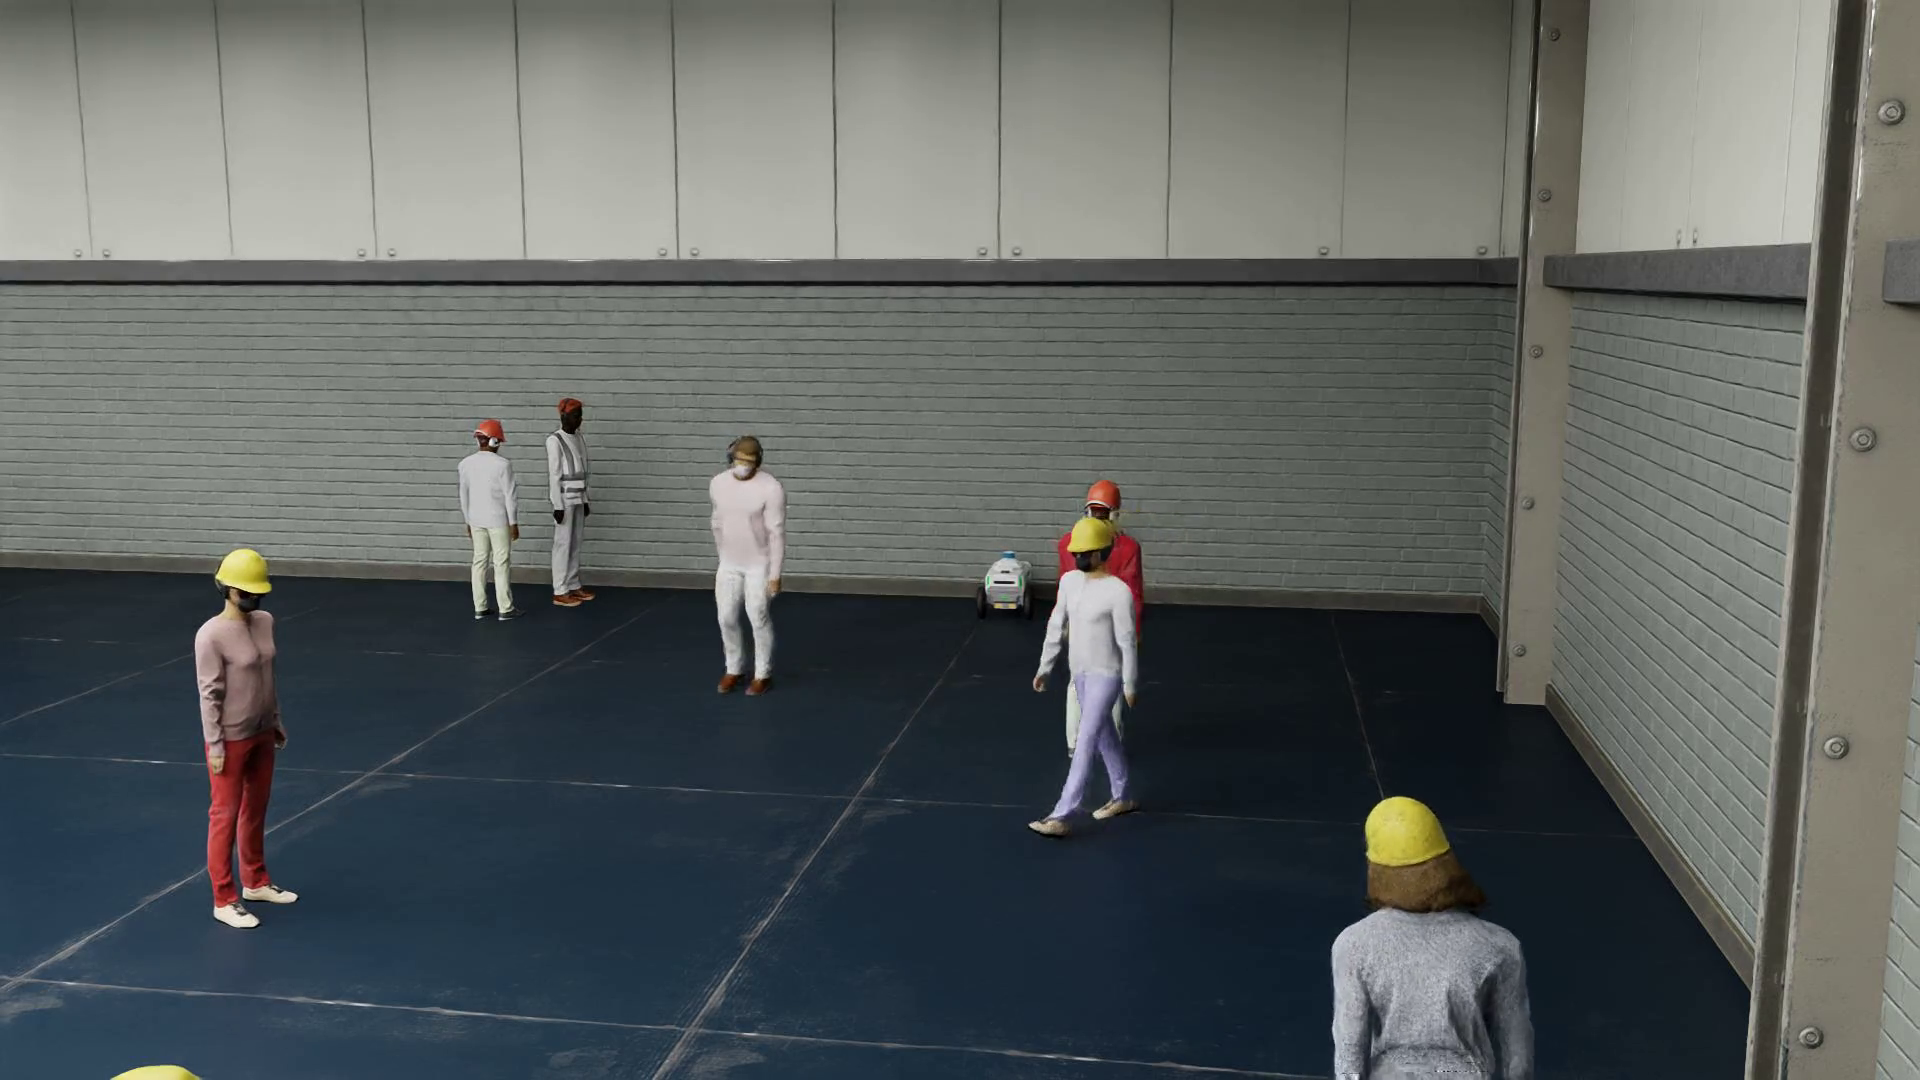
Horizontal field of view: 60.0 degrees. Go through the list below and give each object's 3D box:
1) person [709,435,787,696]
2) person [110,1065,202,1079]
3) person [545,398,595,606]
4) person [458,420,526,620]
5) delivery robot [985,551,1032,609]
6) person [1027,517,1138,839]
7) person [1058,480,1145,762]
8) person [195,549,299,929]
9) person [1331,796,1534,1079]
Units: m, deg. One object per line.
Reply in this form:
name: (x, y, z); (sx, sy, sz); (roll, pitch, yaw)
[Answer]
person: (-1.475, 0.188, 11.766); (0.647, 1.897, 0.553); (4, 10, 22)
person: (-1.244, 1.701, 2.642); (0.404, 1.833, 0.592); (-2, 9, -10)
person: (-3.549, -0.349, 15.132); (0.337, 1.882, 0.584); (2, 9, 13)
person: (-4.070, -0.175, 14.490); (0.560, 1.742, 0.339); (4, 10, 22)
delivery robot: (0.433, 0.340, 14.681); (0.477, 0.478, 0.707); (1, 9, 9)
person: (0.652, 0.738, 8.938); (0.917, 1.722, 0.532); (-6, 11, -34)
person: (0.886, 0.497, 10.336); (0.566, 1.744, 0.353); (5, 10, 28)
person: (-3.322, 0.909, 7.769); (0.341, 1.757, 0.527); (2, 9, 12)
person: (1.197, 1.509, 4.297); (0.501, 1.683, 0.927); (4, 10, 25)
